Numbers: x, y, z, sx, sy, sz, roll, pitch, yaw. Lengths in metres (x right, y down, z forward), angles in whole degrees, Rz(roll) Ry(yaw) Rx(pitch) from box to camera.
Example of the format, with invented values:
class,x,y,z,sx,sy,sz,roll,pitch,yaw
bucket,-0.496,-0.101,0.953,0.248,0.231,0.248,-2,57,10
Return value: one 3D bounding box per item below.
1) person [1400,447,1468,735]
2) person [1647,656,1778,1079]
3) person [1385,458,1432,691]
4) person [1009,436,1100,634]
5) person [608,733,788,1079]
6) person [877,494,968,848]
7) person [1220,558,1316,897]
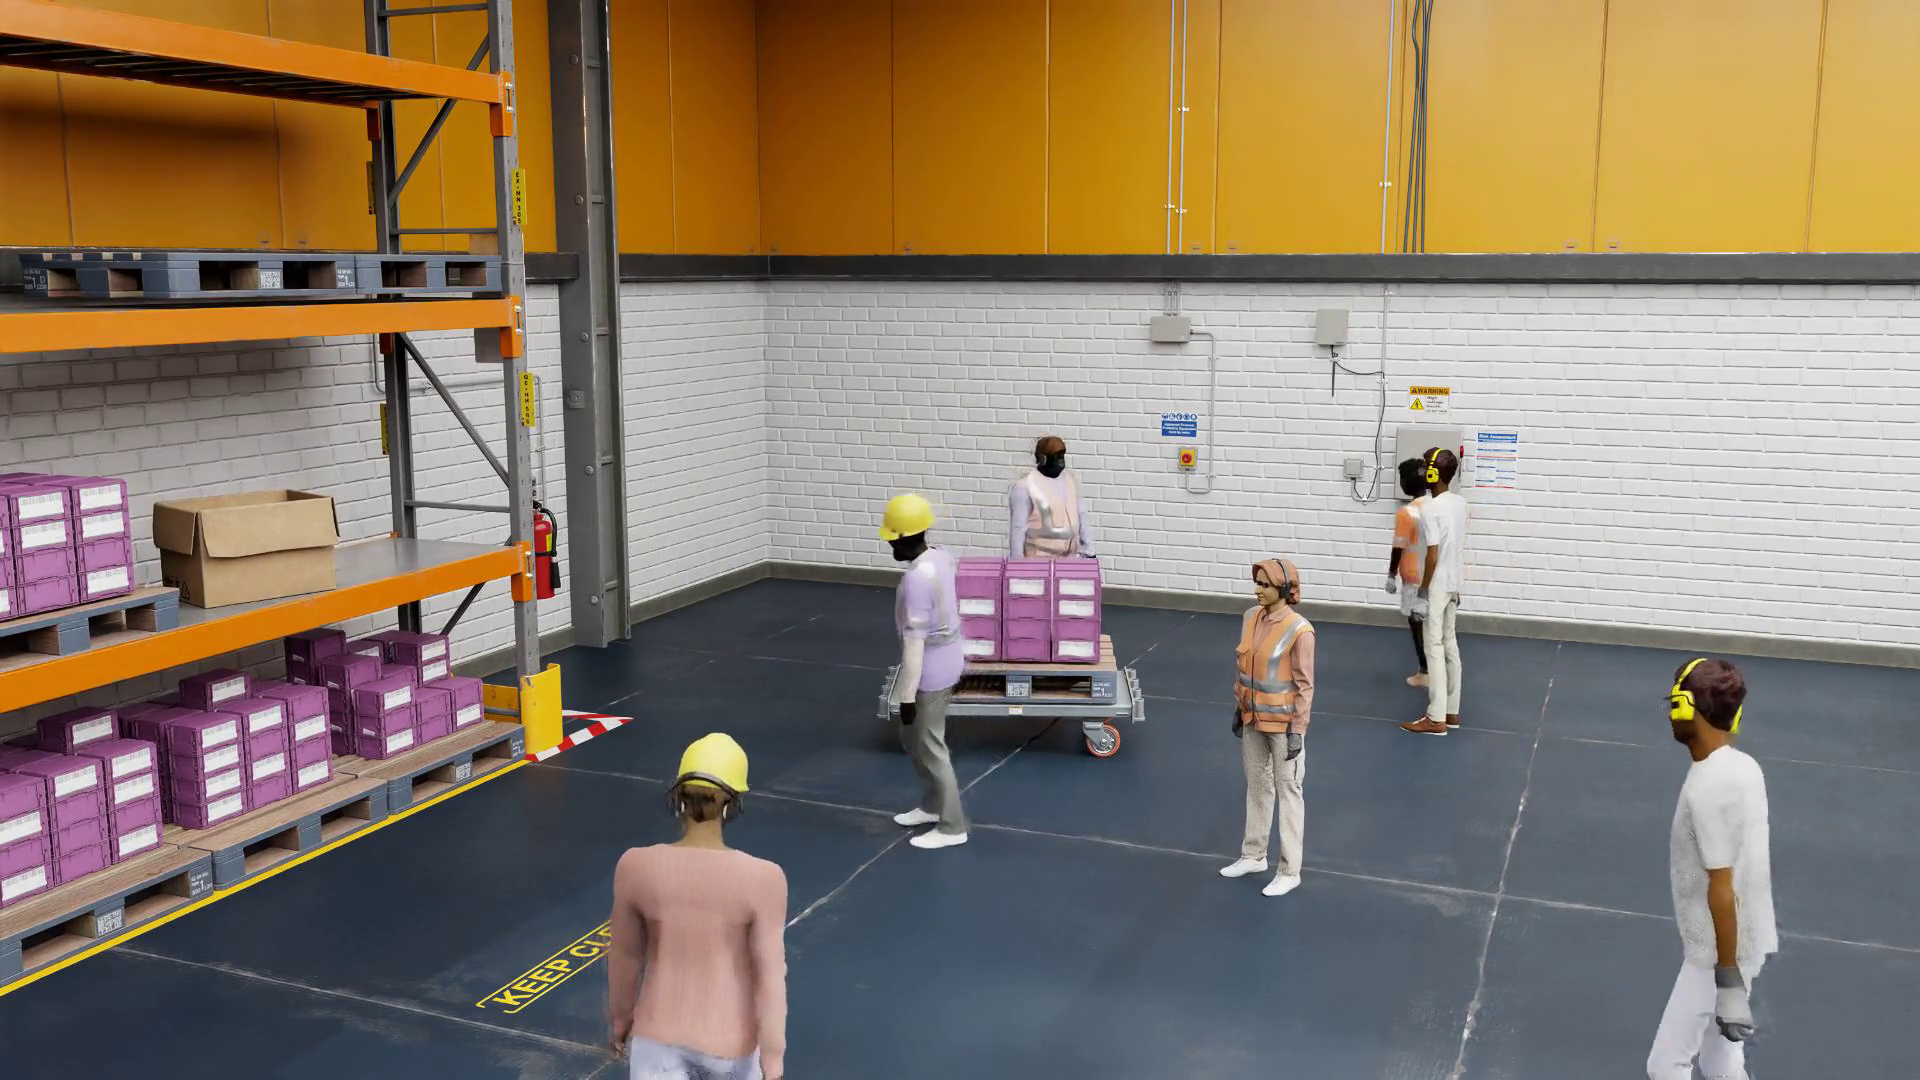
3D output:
class,x,y,z,sx,sy,sz,roll,pitch,yaw
person,3.089,0.332,10.789,0.327,1.871,0.514,9,13,42
person,2.353,1.283,5.140,0.515,1.829,0.540,9,13,42
person,3.267,0.248,11.852,0.546,1.676,0.371,-7,12,-37
person,0.687,0.115,12.371,0.625,1.793,1.001,-9,13,-42
person,-0.759,1.419,4.717,0.553,1.711,0.945,1,9,7
person,-0.182,0.689,8.564,0.478,1.888,0.640,1,9,6
person,1.514,0.894,8.077,0.307,1.641,0.514,-5,11,-29
